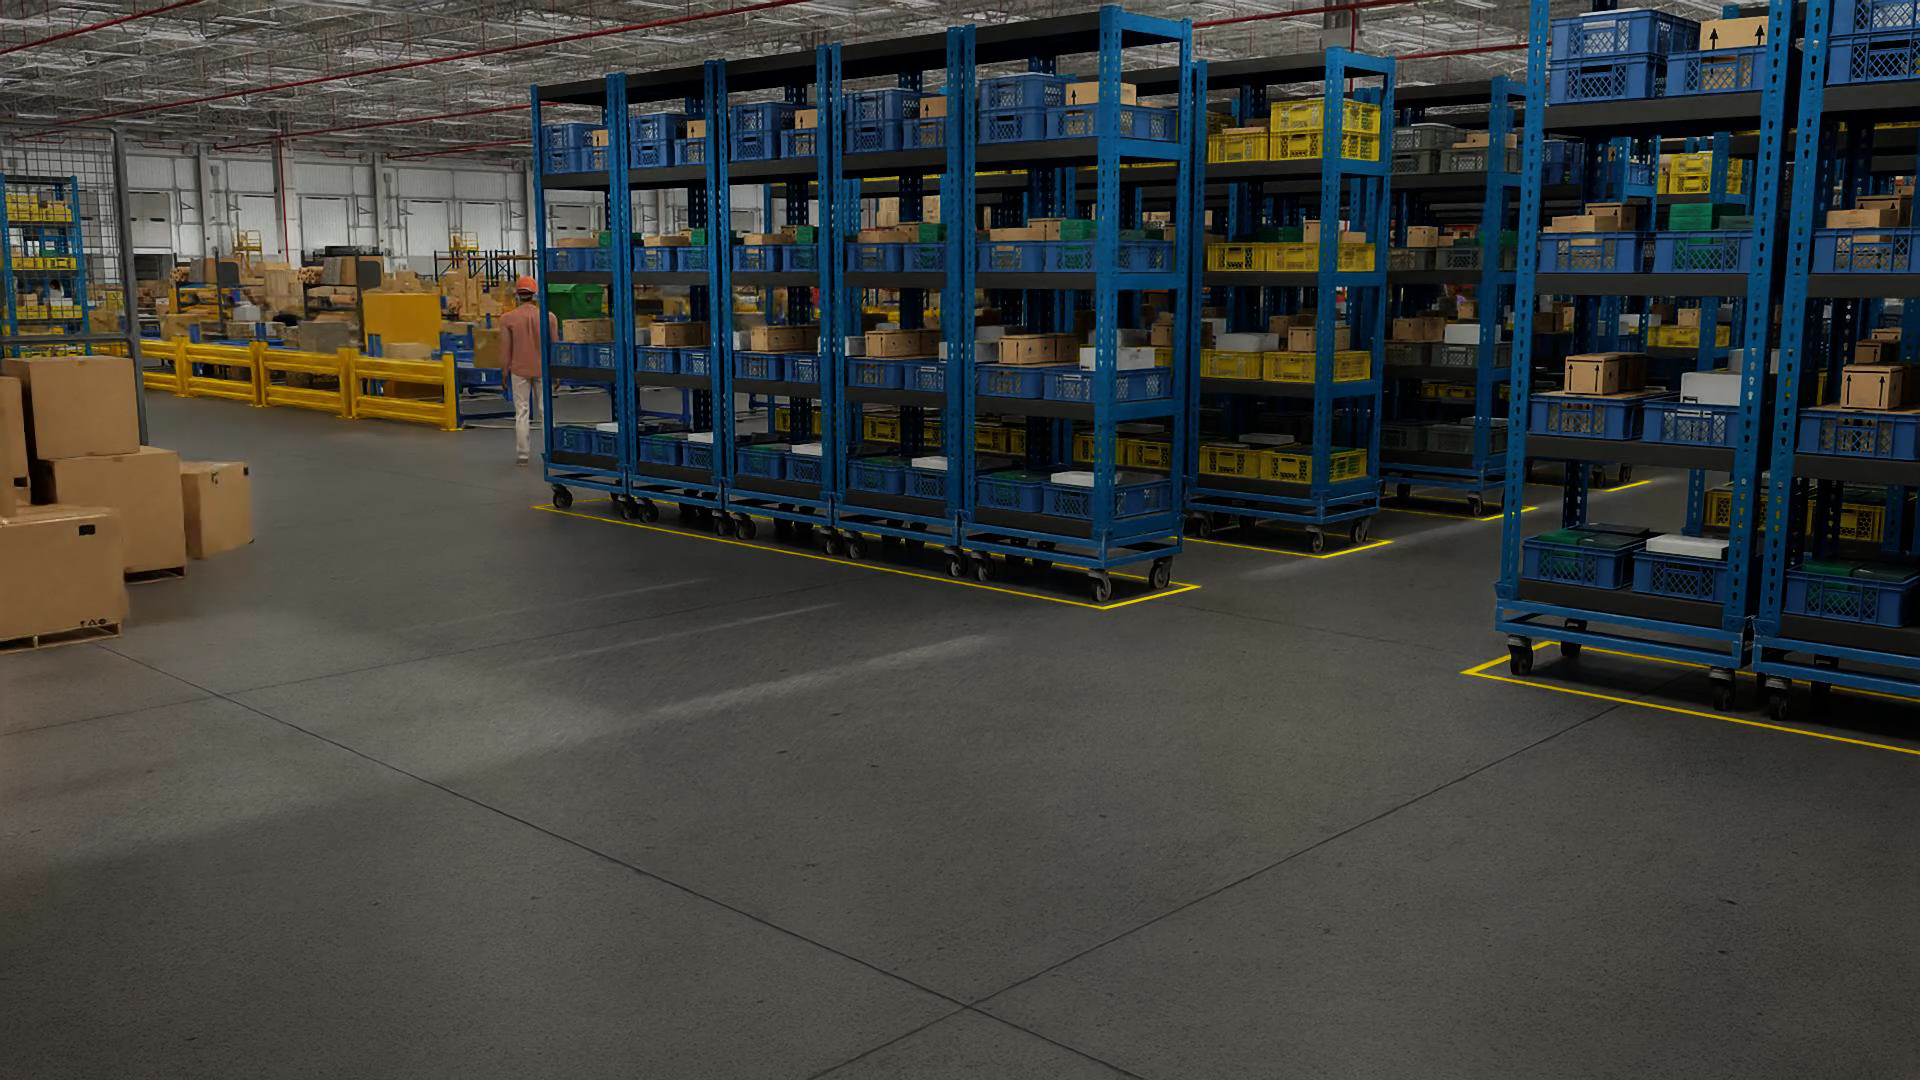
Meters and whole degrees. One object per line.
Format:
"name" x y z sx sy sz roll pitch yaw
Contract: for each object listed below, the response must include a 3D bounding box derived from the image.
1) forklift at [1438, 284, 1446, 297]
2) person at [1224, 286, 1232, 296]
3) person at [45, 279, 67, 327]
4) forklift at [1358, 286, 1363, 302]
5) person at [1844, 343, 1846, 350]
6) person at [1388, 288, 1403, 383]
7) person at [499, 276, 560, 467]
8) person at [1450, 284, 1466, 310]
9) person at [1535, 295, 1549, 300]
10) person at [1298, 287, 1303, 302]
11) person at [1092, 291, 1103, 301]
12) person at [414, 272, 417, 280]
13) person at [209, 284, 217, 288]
"forklift" 13.561 -7.120 47.597 1.873 2.768 1.129 9 13 43
"person" 7.818 -6.515 47.673 0.544 1.655 0.873 -1 9 -9
"person" -20.911 -5.139 38.632 0.625 1.851 0.358 0 9 0
"forklift" 11.100 -7.017 46.970 1.873 2.768 1.129 9 13 43
"person" 15.600 -3.583 29.055 0.985 1.865 0.660 1 9 5
"person" 5.521 -2.238 20.869 0.404 1.830 0.600 -3 10 -18
"person" -4.497 -1.755 17.419 0.618 1.989 0.392 -4 10 -21
"person" 9.215 -3.868 30.822 0.377 1.844 0.570 4 10 21
"person" 14.692 -5.757 42.148 0.657 1.927 0.621 5 10 26
"person" 10.776 -7.334 51.932 0.451 1.891 0.675 2 9 10
"person" 5.396 -9.437 64.950 0.654 1.873 0.837 -7 12 -37
"person" -28.092 -12.852 85.784 0.355 1.887 0.573 1 9 6
"person" -24.317 -7.779 54.623 0.900 1.900 0.575 -1 9 -9
